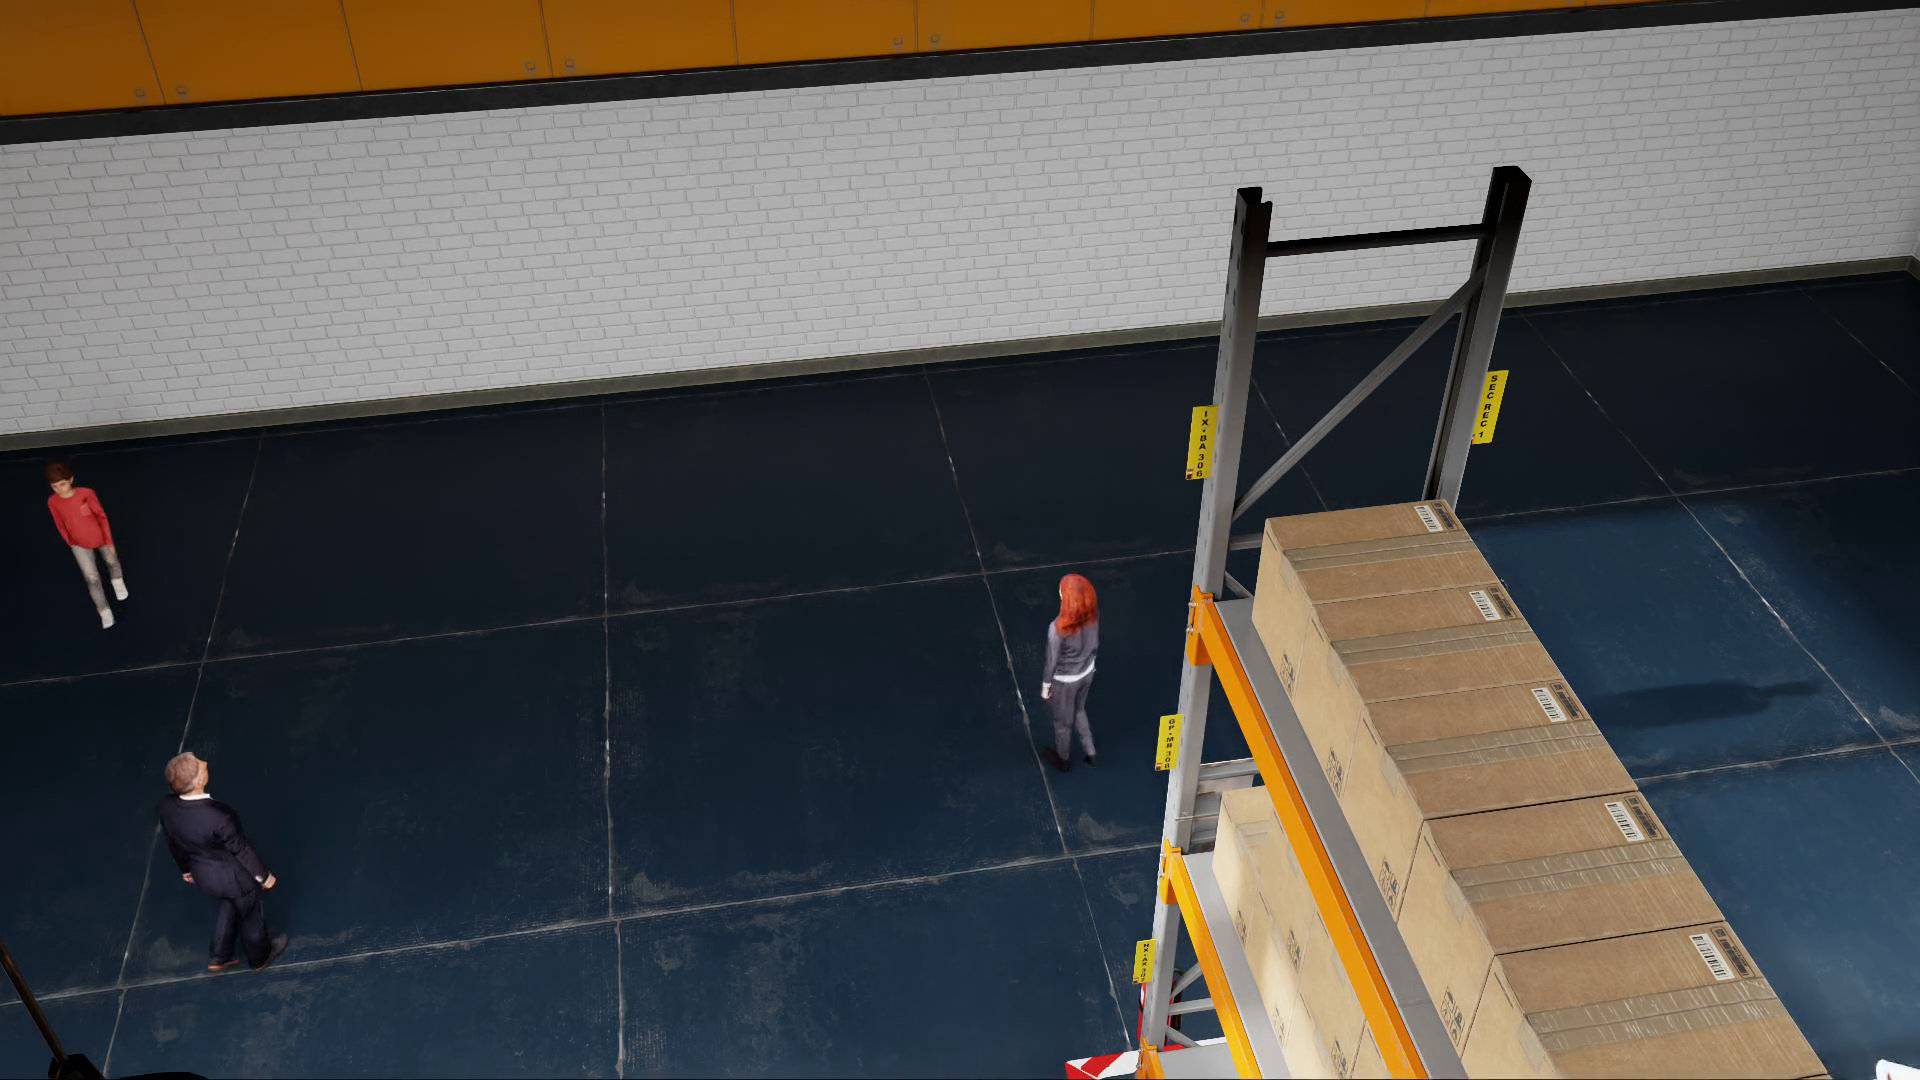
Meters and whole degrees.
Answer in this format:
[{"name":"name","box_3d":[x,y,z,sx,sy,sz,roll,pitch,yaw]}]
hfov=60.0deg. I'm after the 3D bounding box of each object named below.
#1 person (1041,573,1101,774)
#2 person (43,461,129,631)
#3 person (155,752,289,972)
[{"name":"person","box_3d":[0.795,0.953,11.086,0.757,1.773,0.823,-27,46,-30]},{"name":"person","box_3d":[-6.614,-0.050,12.659,0.678,1.378,0.980,-17,42,-20]},{"name":"person","box_3d":[-4.391,1.972,9.786,0.858,1.803,0.913,16,41,19]}]
